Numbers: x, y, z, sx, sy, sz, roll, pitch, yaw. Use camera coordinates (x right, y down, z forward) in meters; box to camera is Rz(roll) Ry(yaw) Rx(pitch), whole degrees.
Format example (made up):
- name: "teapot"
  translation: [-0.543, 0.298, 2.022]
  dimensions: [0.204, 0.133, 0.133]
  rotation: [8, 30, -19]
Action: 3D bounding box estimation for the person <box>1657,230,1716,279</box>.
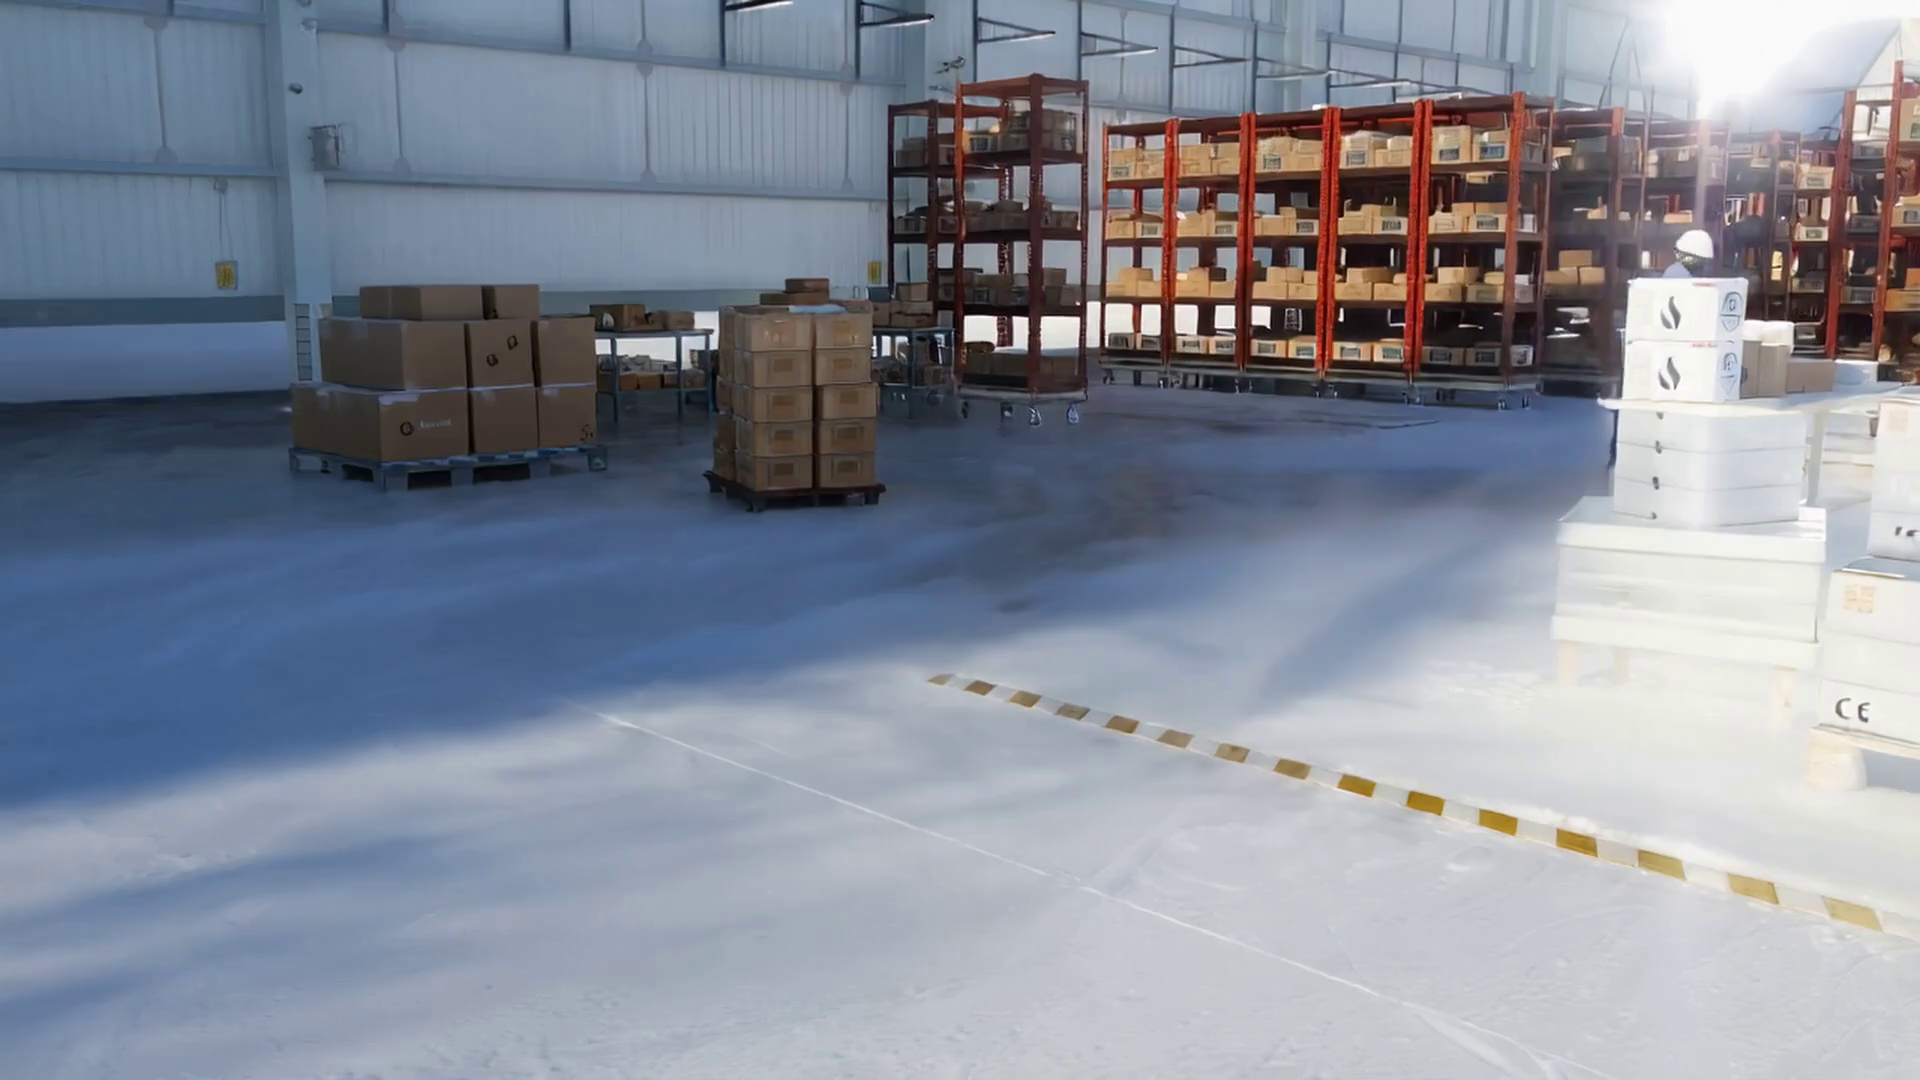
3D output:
- name: "person"
  translation: [5.570, -1.390, 12.771]
  dimensions: [0.646, 1.933, 0.974]
  rotation: [-9, 13, -44]
